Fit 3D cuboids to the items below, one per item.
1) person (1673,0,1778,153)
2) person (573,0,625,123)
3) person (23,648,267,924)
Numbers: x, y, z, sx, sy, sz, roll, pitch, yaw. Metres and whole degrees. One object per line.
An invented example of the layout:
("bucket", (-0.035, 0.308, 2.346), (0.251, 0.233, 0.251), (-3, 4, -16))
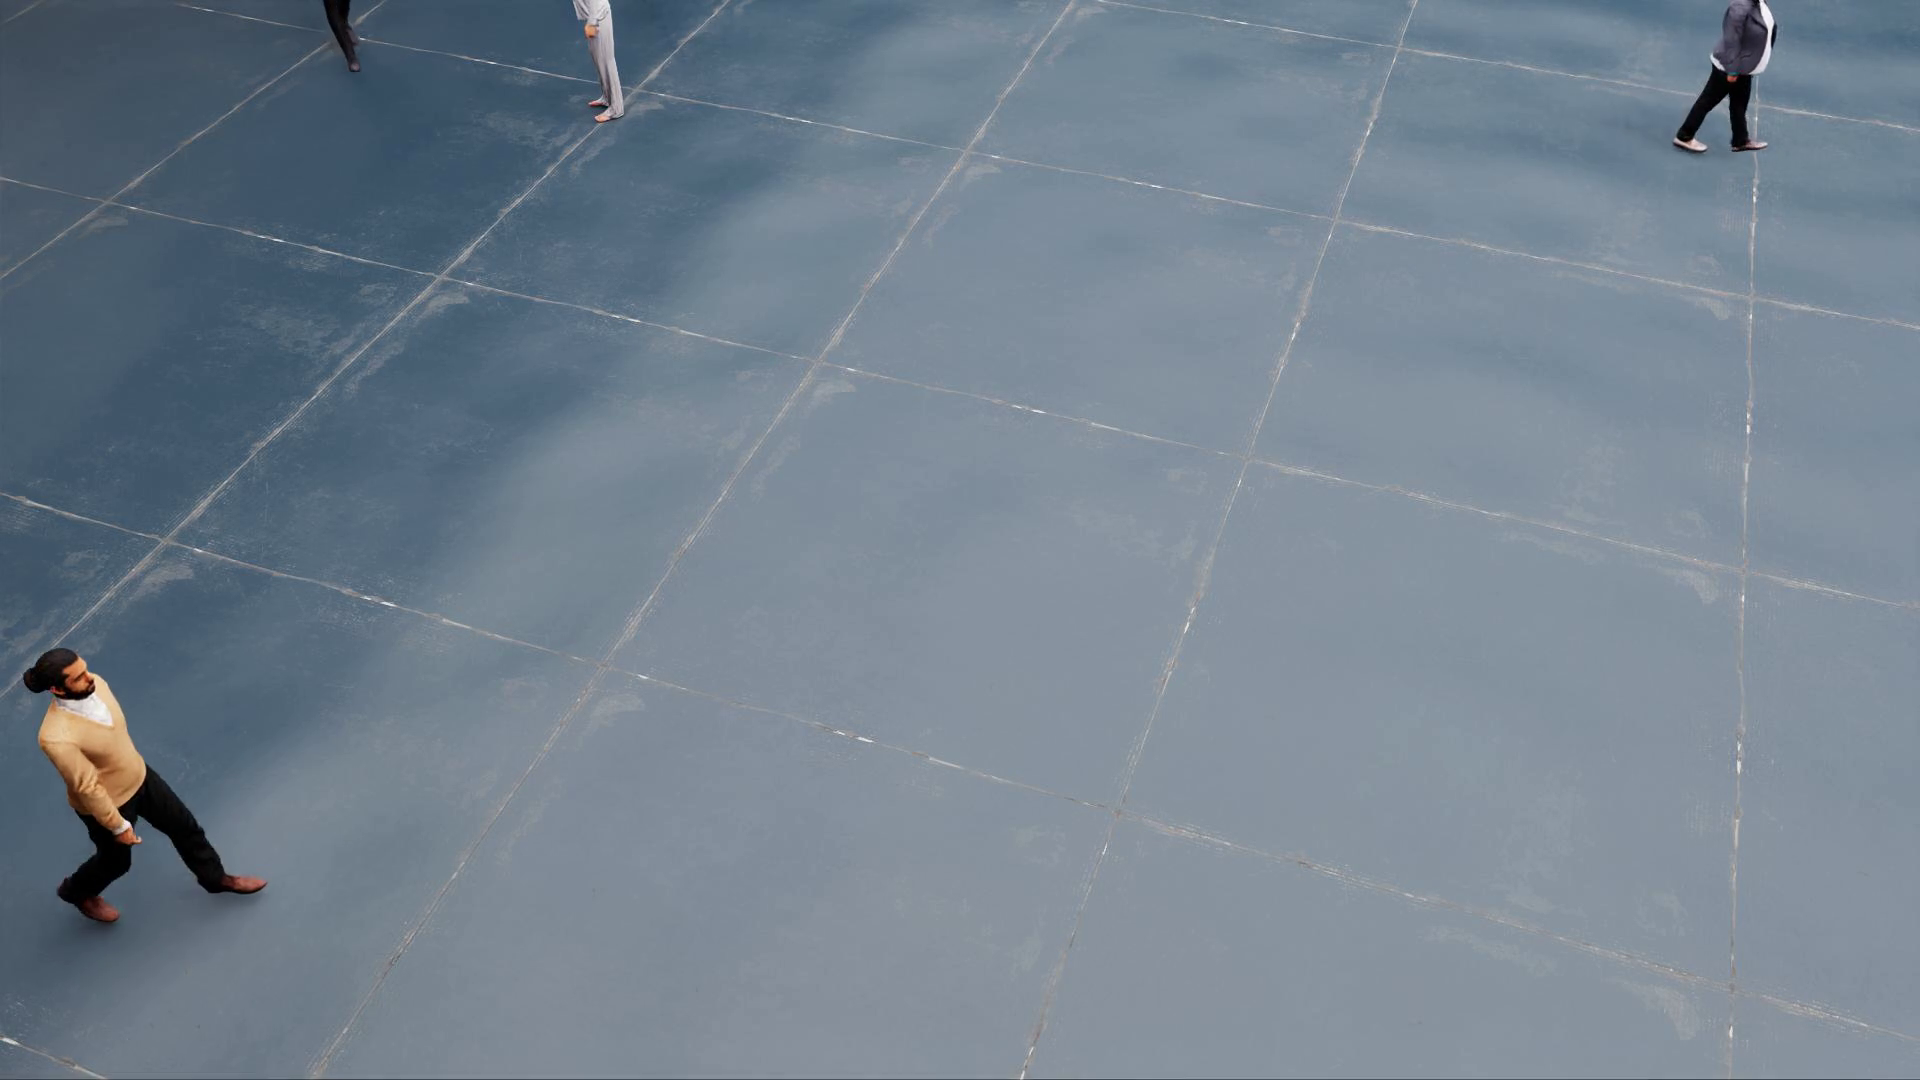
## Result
("person", (5.933, -3.741, 12.928), (0.983, 1.569, 0.818), (25, 49, 25))
("person", (-2.920, -4.231, 13.302), (0.720, 1.776, 0.681), (-12, 44, -13))
("person", (-3.912, 1.164, 7.557), (1.222, 1.731, 0.893), (2, 43, 2))
